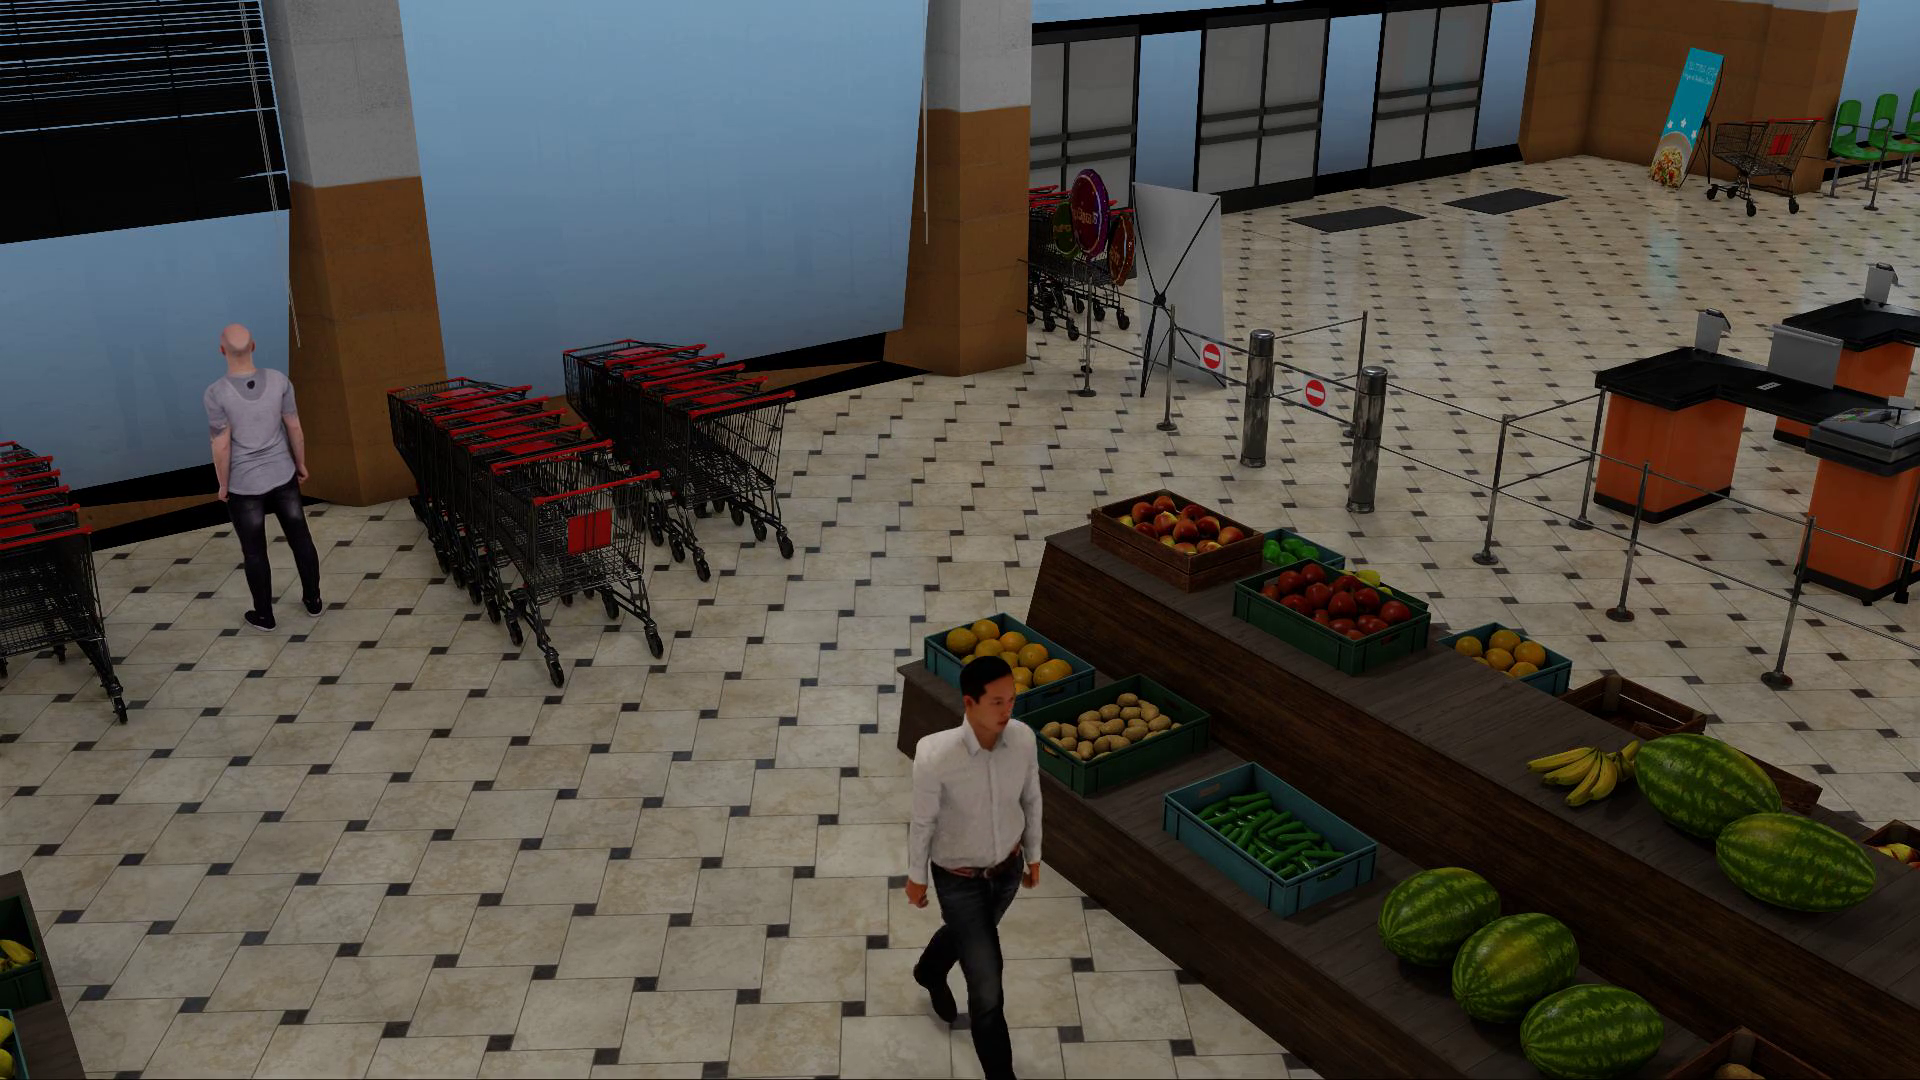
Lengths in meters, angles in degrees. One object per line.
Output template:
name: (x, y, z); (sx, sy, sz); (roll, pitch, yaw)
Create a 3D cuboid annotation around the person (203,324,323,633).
person: (-4.058, -0.369, 9.644); (0.695, 1.837, 0.608); (-20, 30, -38)

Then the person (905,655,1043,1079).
person: (0.022, 1.200, 6.154); (0.734, 1.761, 1.236); (-13, 27, -27)
